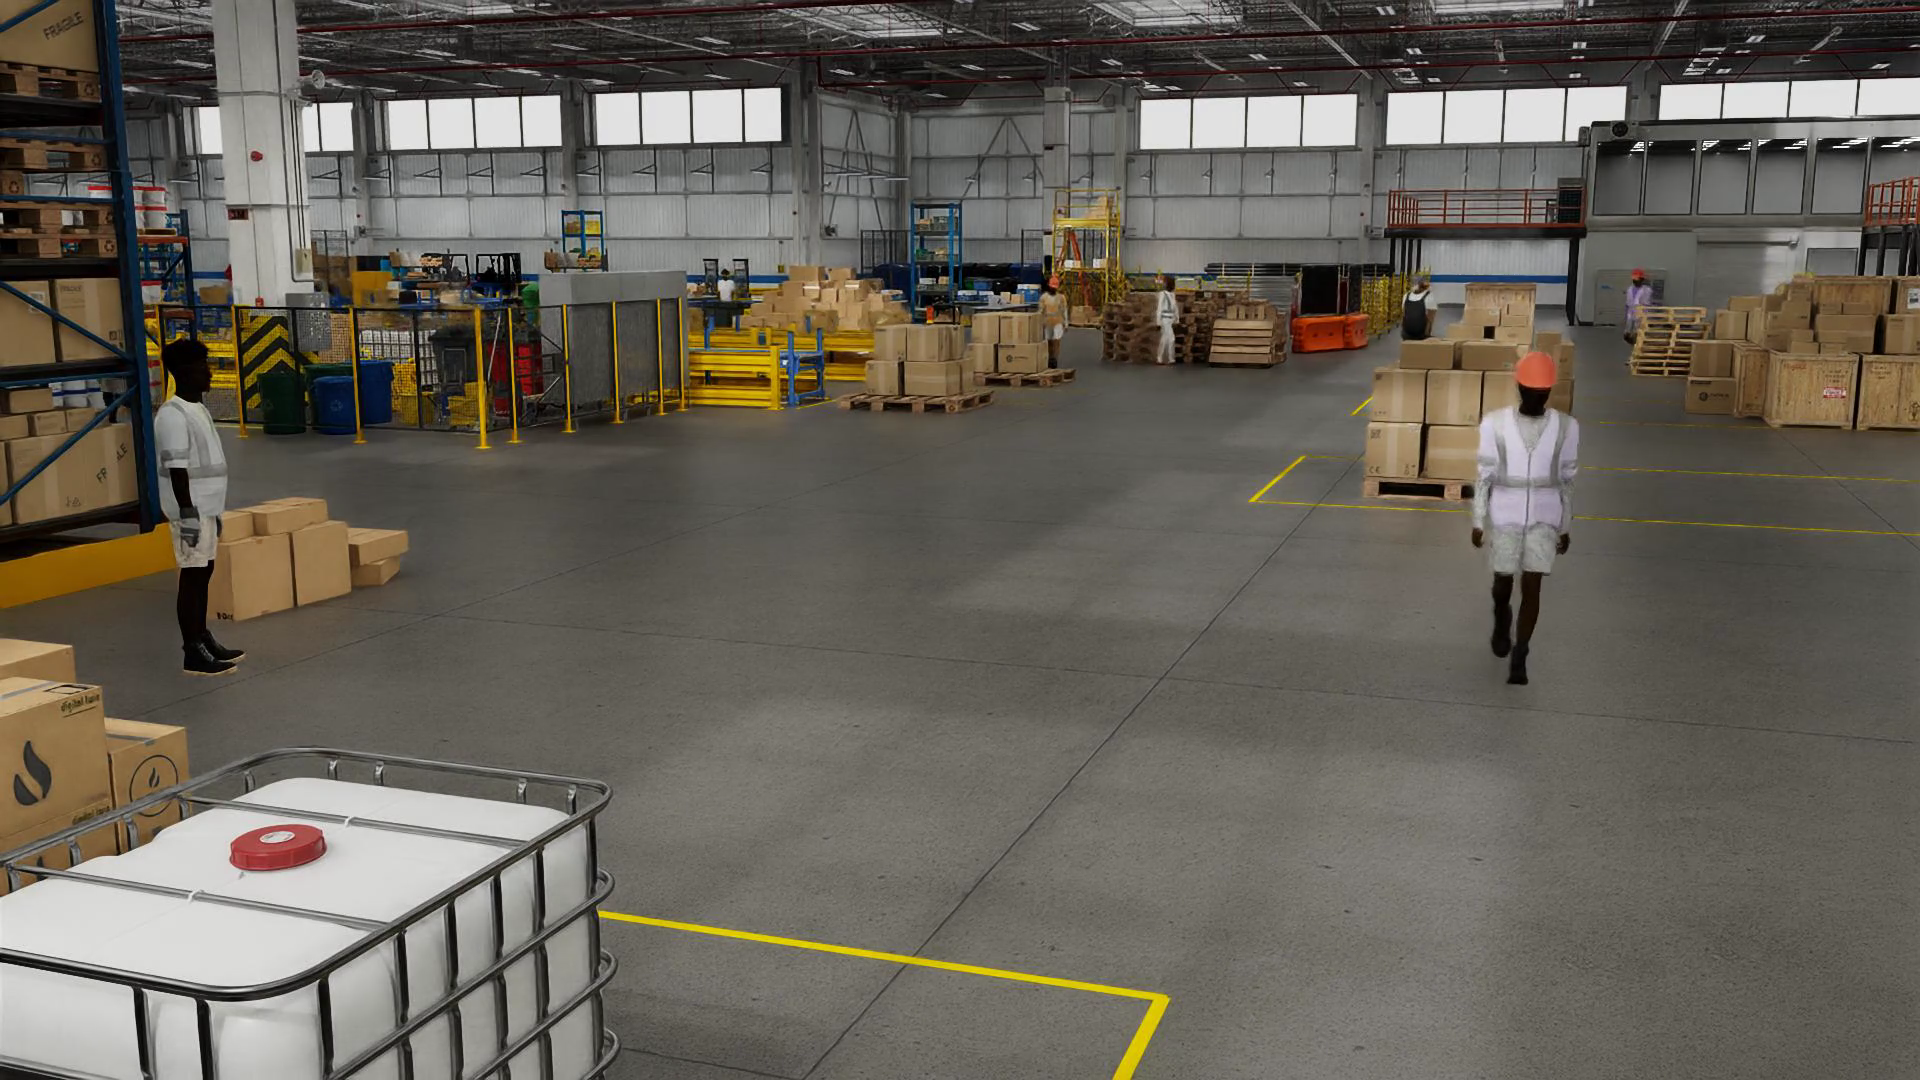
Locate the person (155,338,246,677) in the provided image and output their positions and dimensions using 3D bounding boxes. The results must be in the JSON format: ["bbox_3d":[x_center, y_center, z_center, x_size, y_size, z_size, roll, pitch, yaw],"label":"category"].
[{"bbox_3d":[-4.460,-0.191,9.721,0.367,1.966,0.607,-2,10,-13],"label":"person"}]

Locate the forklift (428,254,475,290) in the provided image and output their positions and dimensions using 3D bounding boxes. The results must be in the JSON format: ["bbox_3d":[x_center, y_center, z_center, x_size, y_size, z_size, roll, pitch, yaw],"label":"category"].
[{"bbox_3d":[-20.133,-10.254,65.465,1.157,1.987,2.680,3,11,19],"label":"forklift"}]

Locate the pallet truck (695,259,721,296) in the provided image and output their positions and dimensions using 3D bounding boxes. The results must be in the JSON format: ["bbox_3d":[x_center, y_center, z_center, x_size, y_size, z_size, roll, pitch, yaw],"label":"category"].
[{"bbox_3d":[-9.165,-9.627,62.776,0.823,1.965,1.885,4,11,23],"label":"pallet truck"}]

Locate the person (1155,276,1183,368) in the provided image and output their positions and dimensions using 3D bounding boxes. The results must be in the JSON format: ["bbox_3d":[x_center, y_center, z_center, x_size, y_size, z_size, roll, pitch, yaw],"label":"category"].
[{"bbox_3d":[4.319,-4.427,33.864,0.787,1.854,0.585,5,11,28],"label":"person"}]

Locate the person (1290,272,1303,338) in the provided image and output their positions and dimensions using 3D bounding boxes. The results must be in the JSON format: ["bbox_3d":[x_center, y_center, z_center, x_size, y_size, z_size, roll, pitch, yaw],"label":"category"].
[{"bbox_3d":[9.058,-6.298,44.695,0.329,1.763,0.523,5,11,28],"label":"person"}]

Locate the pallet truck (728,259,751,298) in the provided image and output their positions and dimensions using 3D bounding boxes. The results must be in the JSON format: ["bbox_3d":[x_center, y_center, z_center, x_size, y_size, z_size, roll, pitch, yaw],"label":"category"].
[{"bbox_3d":[-7.986,-9.493,62.019,0.823,1.965,1.885,3,11,17],"label":"pallet truck"}]

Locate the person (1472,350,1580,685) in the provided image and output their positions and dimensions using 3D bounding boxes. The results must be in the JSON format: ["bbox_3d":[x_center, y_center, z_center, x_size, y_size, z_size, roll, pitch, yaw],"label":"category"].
[{"bbox_3d":[3.249,-0.143,9.587,0.561,1.915,0.572,3,10,14],"label":"person"}]

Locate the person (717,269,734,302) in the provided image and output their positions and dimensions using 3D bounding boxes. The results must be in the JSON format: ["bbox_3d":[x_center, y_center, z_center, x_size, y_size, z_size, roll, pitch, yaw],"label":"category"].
[{"bbox_3d":[-6.428,-6.488,45.528,0.504,1.841,0.650,1,10,5],"label":"person"}]

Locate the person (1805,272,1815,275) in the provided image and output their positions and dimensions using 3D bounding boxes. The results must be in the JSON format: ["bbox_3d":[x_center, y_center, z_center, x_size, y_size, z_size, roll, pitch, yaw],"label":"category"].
[{"bbox_3d":[19.051,-5.056,37.333,0.610,1.879,0.954,-4,11,-20],"label":"person"}]

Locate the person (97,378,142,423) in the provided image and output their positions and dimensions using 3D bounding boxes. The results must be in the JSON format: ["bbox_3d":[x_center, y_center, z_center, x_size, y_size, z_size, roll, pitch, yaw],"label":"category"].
[{"bbox_3d":[-11.042,-2.202,21.836,0.546,1.678,0.491,4,11,21],"label":"person"}]

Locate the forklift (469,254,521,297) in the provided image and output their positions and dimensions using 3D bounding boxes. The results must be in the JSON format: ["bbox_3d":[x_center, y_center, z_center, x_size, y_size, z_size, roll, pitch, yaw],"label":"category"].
[{"bbox_3d":[-17.990,-10.121,64.684,1.157,1.987,2.680,3,11,17],"label":"forklift"}]

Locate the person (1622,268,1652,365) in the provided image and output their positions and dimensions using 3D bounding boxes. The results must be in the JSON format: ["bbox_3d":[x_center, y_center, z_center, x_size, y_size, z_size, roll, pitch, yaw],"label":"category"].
[{"bbox_3d":[14.092,-4.643,34.620,0.490,2.024,0.611,-6,12,-30],"label":"person"}]

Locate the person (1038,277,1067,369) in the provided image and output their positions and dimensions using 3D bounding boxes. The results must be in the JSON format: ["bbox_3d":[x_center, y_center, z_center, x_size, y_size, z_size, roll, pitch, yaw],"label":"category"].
[{"bbox_3d":[1.852,-4.340,33.413,0.594,1.871,1.066,2,10,11],"label":"person"}]

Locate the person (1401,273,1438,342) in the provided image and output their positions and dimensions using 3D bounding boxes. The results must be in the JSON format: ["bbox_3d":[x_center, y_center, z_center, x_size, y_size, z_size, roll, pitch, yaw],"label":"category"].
[{"bbox_3d":[8.451,-3.954,30.706,0.700,2.000,0.754,8,13,39],"label":"person"}]
